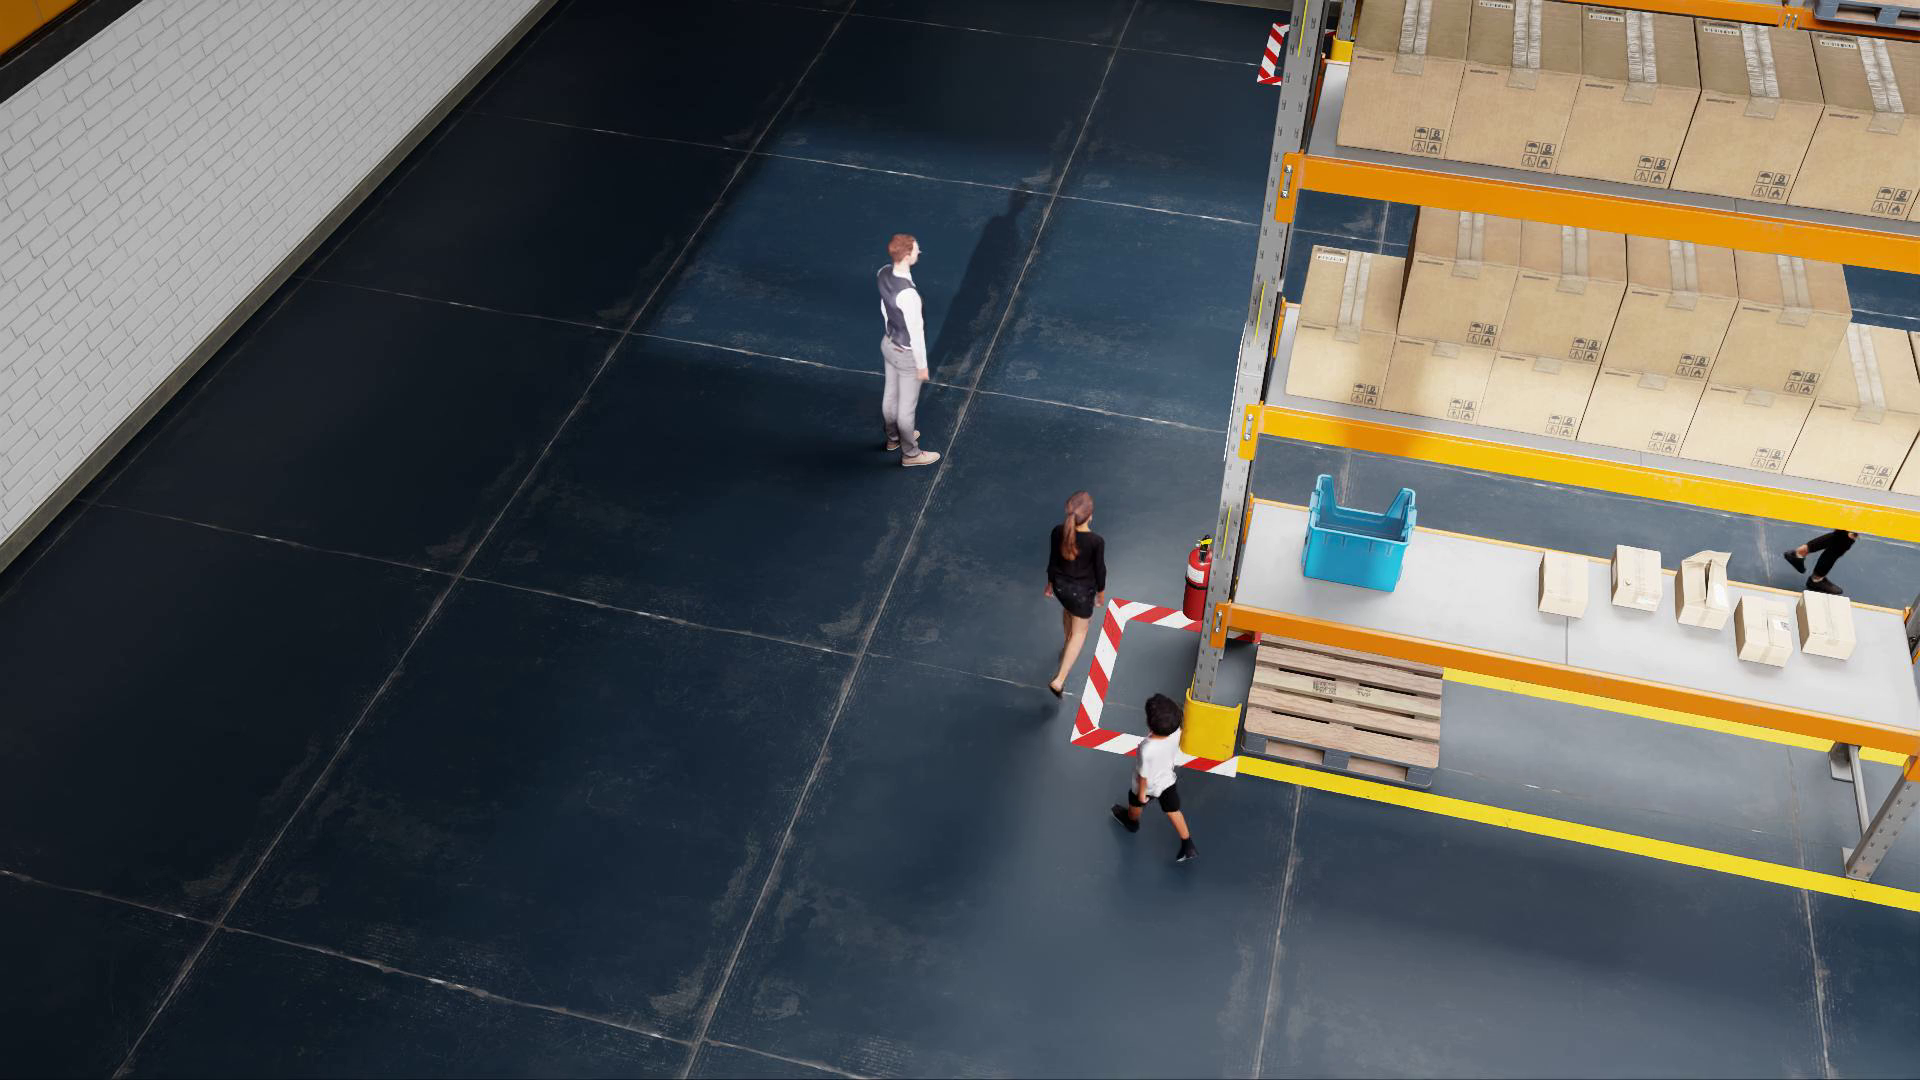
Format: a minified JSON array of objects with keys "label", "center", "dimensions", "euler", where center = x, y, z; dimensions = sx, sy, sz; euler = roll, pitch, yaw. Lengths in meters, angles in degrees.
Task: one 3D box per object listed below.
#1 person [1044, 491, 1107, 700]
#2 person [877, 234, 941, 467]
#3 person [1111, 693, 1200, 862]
[{"label":"person","center":[0.707,0.346,10.616],"dimensions":[0.958,1.534,0.726],"euler":[18,47,18]},{"label":"person","center":[-0.416,-1.394,12.146],"dimensions":[0.791,1.944,0.740],"euler":[-20,47,-20]},{"label":"person","center":[1.189,1.414,9.710],"dimensions":[0.809,1.239,0.927],"euler":[-27,50,-26]}]
